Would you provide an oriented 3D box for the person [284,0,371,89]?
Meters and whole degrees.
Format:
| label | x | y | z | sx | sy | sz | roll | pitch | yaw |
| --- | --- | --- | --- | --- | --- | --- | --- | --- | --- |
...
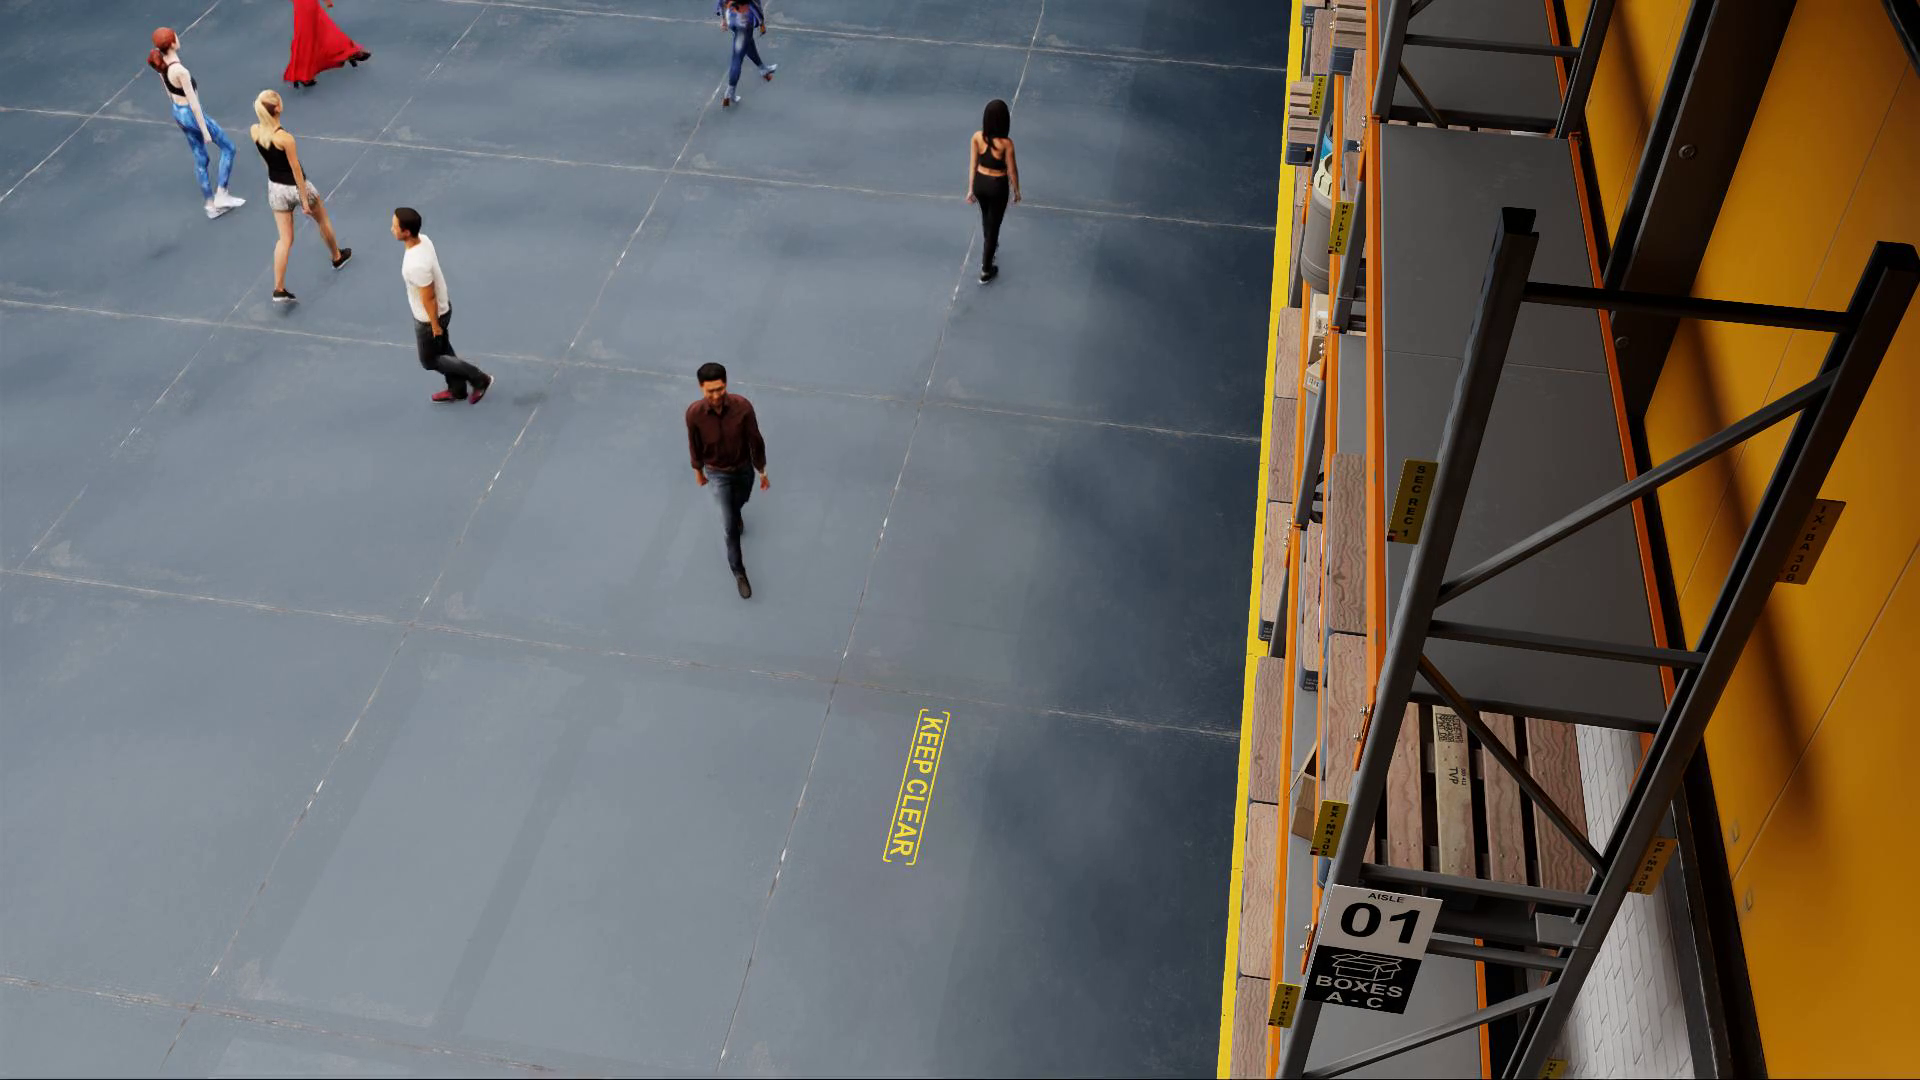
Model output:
| label | x | y | z | sx | sy | sz | roll | pitch | yaw |
| --- | --- | --- | --- | --- | --- | --- | --- | --- | --- |
| person | -6.501 | -5.269 | 16.350 | 1.219 | 1.729 | 1.130 | -28 | 50 | -26 |

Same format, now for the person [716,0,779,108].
| label | x | y | z | sx | sy | sz | roll | pitch | yaw |
| --- | --- | --- | --- | --- | --- | --- | --- | --- | --- |
| person | -2.174 | -4.960 | 16.132 | 0.950 | 1.571 | 1.142 | 28 | 50 | 27 |

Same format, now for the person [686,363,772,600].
| label | x | y | z | sx | sy | sz | roll | pitch | yaw |
| --- | --- | --- | --- | --- | --- | --- | --- | --- | --- |
| person | -1.577 | -0.533 | 11.363 | 1.006 | 1.740 | 1.262 | -12 | 45 | -12 |

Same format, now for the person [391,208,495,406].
| label | x | y | z | sx | sy | sz | roll | pitch | yaw |
| --- | --- | --- | --- | --- | --- | --- | --- | --- | --- |
| person | -3.911 | -1.746 | 12.607 | 0.853 | 1.791 | 0.813 | -8 | 44 | -8 |

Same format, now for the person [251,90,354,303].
| label | x | y | z | sx | sy | sz | roll | pitch | yaw |
| --- | --- | --- | --- | --- | --- | --- | --- | --- | --- |
| person | -5.589 | -2.821 | 13.724 | 0.662 | 1.795 | 1.240 | 11 | 45 | 11 |

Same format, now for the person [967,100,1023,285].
| label | x | y | z | sx | sy | sz | roll | pitch | yaw |
| --- | --- | --- | --- | --- | --- | --- | --- | --- | --- |
| person | 0.230 | -2.873 | 13.903 | 0.685 | 1.626 | 0.849 | 17 | 46 | 17 |

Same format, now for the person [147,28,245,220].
| label | x | y | z | sx | sy | sz | roll | pitch | yaw |
| --- | --- | --- | --- | --- | --- | --- | --- | --- | --- |
| person | -6.775 | -3.591 | 14.558 | 0.706 | 1.771 | 0.759 | 25 | 49 | 24 |
